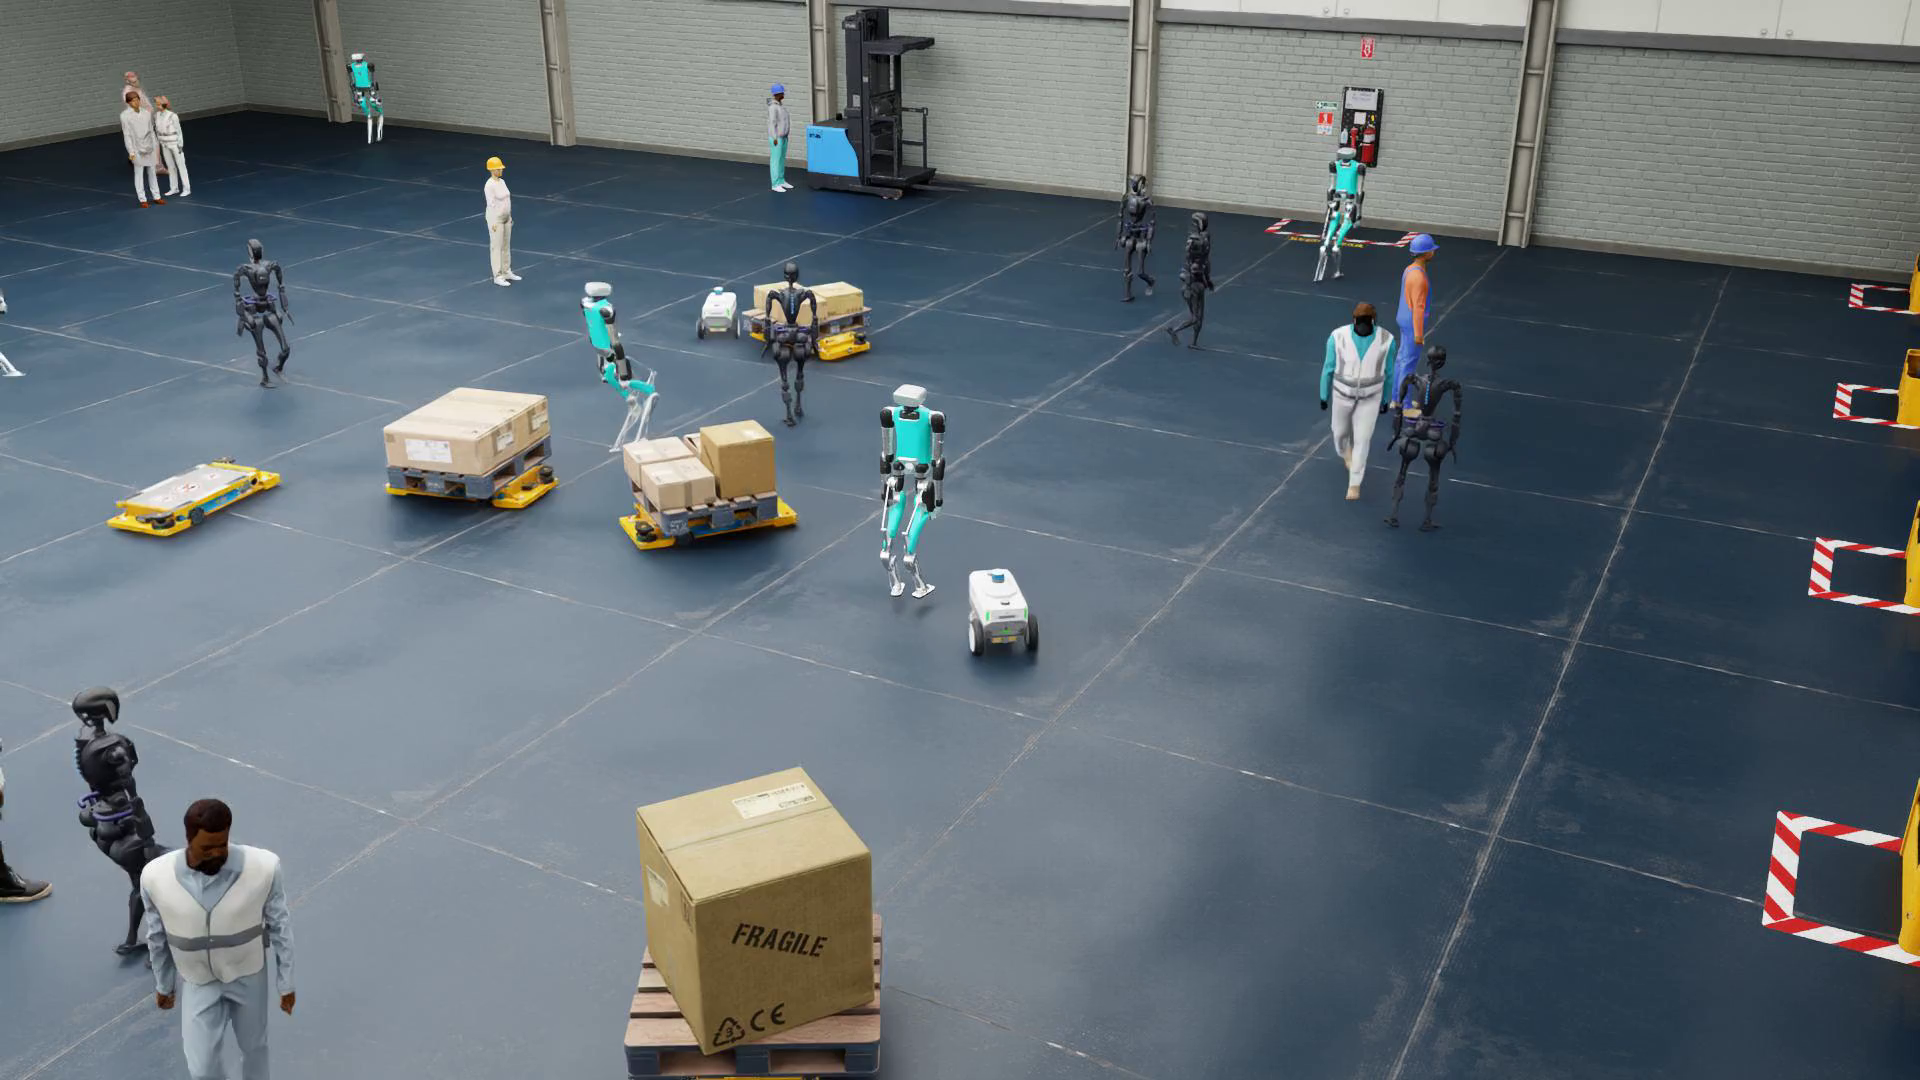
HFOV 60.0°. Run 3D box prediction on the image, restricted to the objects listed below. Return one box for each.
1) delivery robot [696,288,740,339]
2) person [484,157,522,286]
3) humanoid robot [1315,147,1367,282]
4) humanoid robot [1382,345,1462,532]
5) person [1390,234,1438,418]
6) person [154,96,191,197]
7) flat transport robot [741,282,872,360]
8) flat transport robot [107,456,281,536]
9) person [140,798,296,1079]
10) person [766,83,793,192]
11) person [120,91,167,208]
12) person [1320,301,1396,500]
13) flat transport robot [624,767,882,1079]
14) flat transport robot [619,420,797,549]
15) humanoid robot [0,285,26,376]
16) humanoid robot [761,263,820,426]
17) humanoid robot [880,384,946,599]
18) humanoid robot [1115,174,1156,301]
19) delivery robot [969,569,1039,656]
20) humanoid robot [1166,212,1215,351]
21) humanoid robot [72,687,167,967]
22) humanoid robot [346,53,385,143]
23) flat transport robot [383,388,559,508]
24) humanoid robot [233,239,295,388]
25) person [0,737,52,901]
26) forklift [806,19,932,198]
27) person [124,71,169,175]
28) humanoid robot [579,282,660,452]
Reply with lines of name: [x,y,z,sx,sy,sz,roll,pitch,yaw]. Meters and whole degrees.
delivery robot: [-2.924,-2.772,20.226,0.499,0.572,0.747,0,23,-1]
person: [-6.176,-4.279,22.313,0.316,1.697,0.463,5,24,12]
humanoid robot: [5.065,-4.299,22.452,0.554,1.898,0.767,18,29,36]
humanoid robot: [4.020,-0.881,14.426,0.616,1.640,0.382,10,25,22]
person: [4.718,-2.230,17.274,0.357,1.911,0.530,1,23,3]
person: [-13.121,-6.546,27.666,0.513,1.635,0.313,9,25,21]
flat transport robot: [-1.801,-2.429,19.818,1.431,0.231,0.659,21,31,40]
flat transport robot: [-6.940,-0.401,15.097,0.659,0.231,1.431,8,25,19]
person: [-3.295,1.996,7.457,0.625,1.892,0.607,-7,24,-15]
person: [-3.060,-6.796,28.073,0.359,1.779,0.540,6,24,13]
person: [-13.223,-6.317,26.892,0.365,1.832,0.503,16,28,33]
person: [3.655,-1.351,15.363,0.655,1.810,0.809,6,24,13]
flat transport robot: [-0.999,2.456,8.444,0.659,0.231,1.431,-1,23,-1]
flat transport robot: [-2.243,-0.236,14.711,1.431,0.231,0.659,-11,26,-24]
humanoid robot: [-11.025,-2.596,18.435,0.889,1.836,0.548,1,23,3]
humanoid robot: [-1.755,-2.037,17.134,0.609,1.644,0.533,-6,24,-13]
humanoid robot: [-0.440,-0.315,12.866,0.533,1.677,0.735,8,24,18]
humanoid robot: [2.314,-3.929,21.524,0.591,1.638,0.510,17,28,34]
delivery robot: [0.295,0.532,12.583,0.504,0.611,0.783,-4,24,-9]
humanoid robot: [2.717,-3.034,19.453,0.422,1.645,0.608,15,27,30]
humanoid robot: [-4.450,1.519,8.847,0.598,1.659,0.335,19,30,37]
humanoid robot: [-11.432,-8.543,32.219,0.541,1.786,0.771,0,23,0]
flat transport robot: [-4.528,-0.555,15.455,1.431,0.231,0.659,7,24,15]
humanoid robot: [-7.595,-2.470,18.119,0.346,1.646,0.614,21,31,39]
person: [-5.675,1.173,9.318,0.693,1.936,0.628,-1,23,-3]
forklift: [-1.573,-7.292,27.850,1.873,2.768,1.129,12,26,25]
person: [-14.319,-7.290,29.135,0.657,1.845,0.667,-10,25,-21]
humanoid robot: [-3.230,-1.683,16.215,0.771,1.784,0.545,-18,29,-36]
